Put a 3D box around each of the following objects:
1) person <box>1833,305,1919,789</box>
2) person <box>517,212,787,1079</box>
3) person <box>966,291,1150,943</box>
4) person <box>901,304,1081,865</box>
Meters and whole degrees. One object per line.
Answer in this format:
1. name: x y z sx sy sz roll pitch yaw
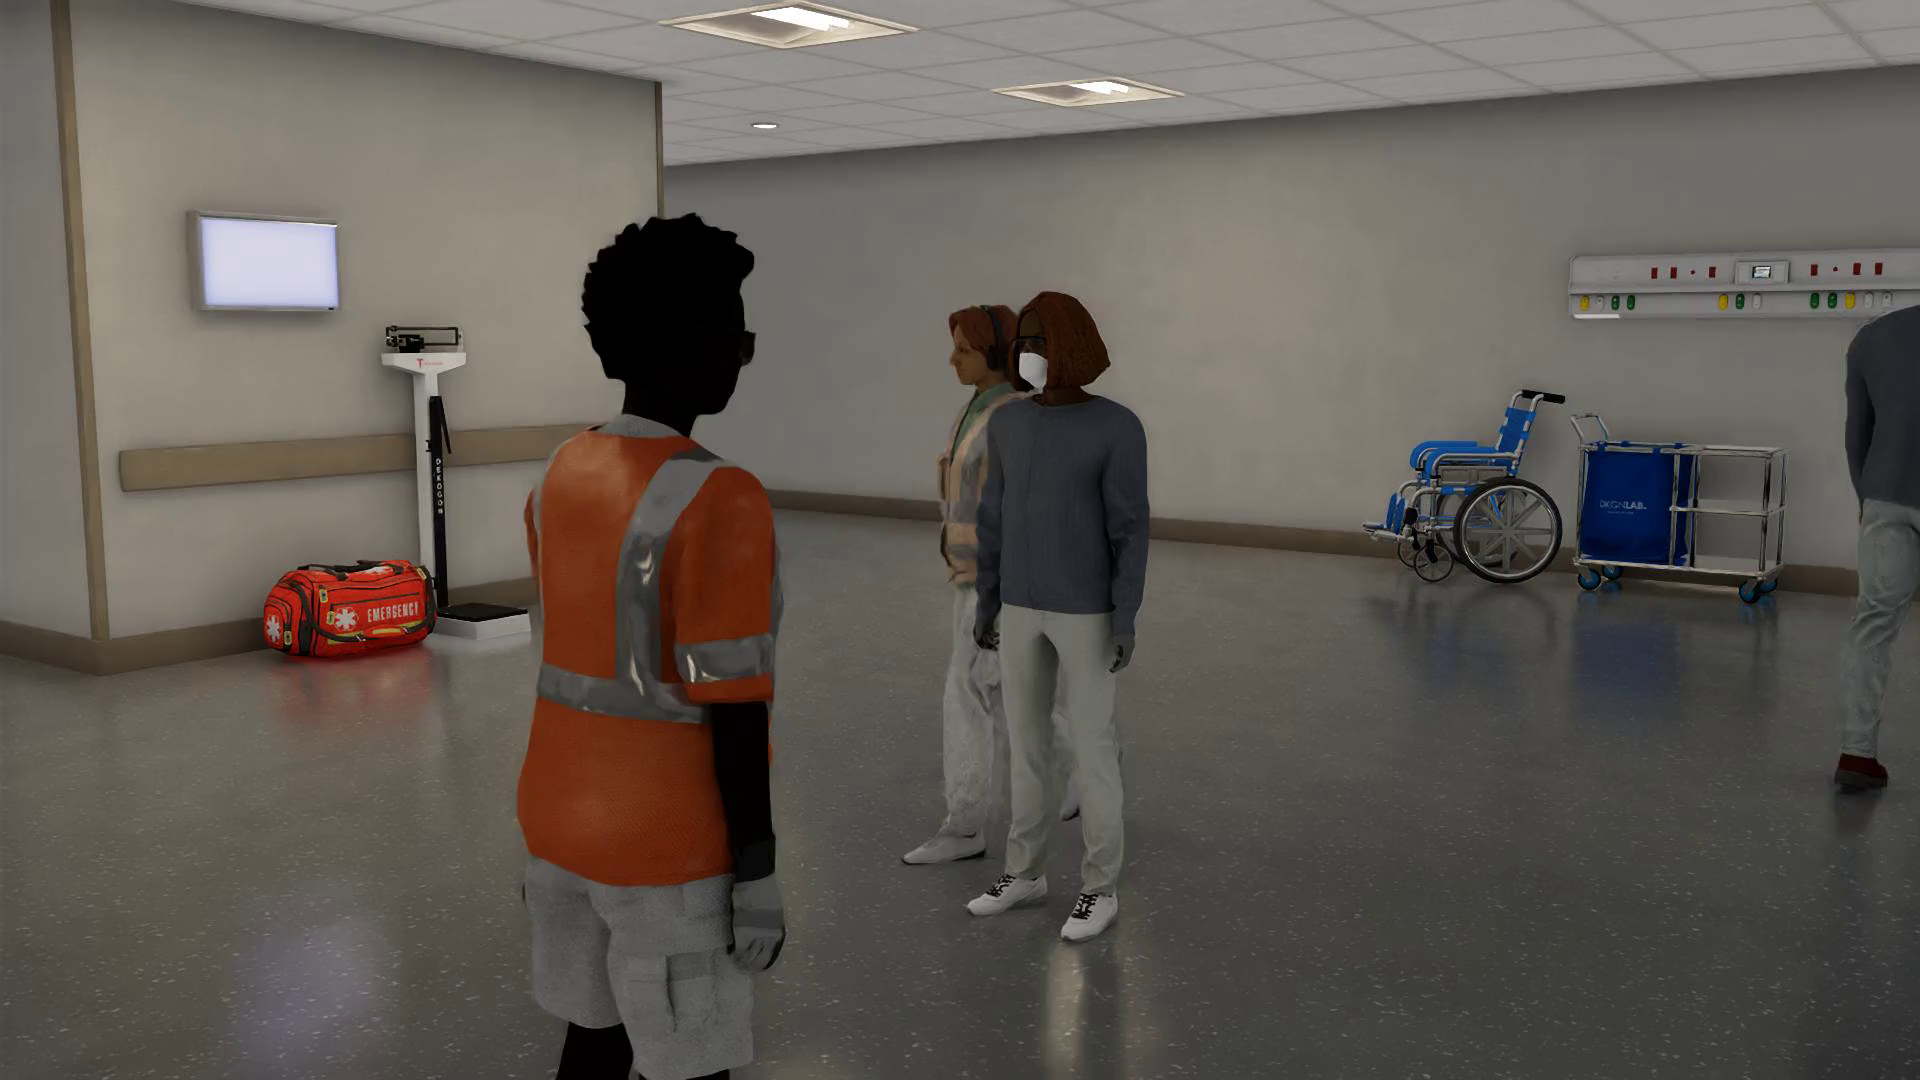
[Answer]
1. person: 3.300 -0.105 5.635 1.007 1.884 0.637 -6 9 -41
2. person: -0.418 0.409 2.276 0.321 1.688 0.535 -6 9 -40
3. person: 0.243 0.190 4.246 0.507 1.632 0.275 6 9 39
4. person: 0.144 0.125 4.855 0.616 1.616 0.521 -2 7 -15
